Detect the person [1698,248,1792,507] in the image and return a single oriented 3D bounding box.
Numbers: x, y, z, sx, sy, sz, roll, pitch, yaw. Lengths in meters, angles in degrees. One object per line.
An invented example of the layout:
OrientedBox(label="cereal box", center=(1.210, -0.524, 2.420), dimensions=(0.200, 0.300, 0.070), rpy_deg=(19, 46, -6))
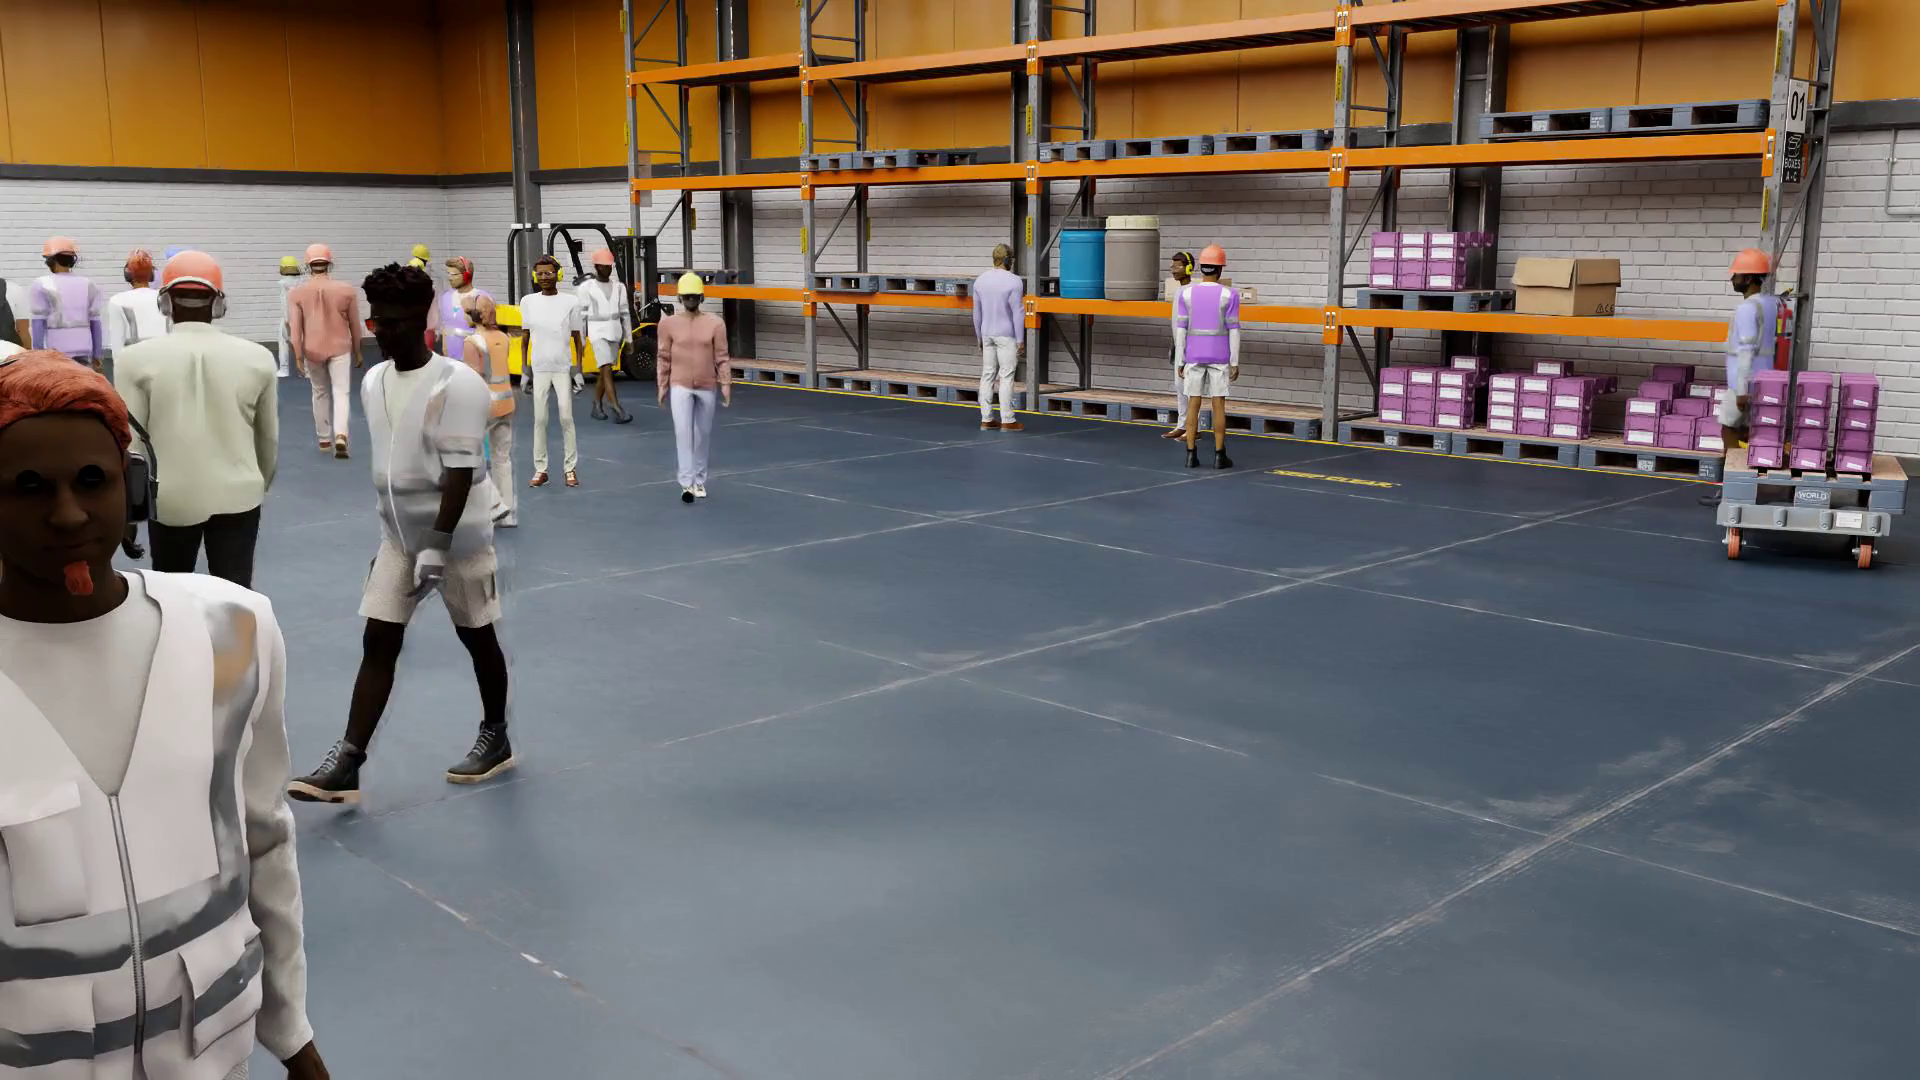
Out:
OrientedBox(label="person", center=(5.852, -1.163, 12.191), dimensions=(0.547, 1.926, 0.609), rpy_deg=(-10, 14, -43))

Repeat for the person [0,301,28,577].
OrientedBox(label="person", center=(-4.357, -0.258, 7.324), dimensions=(0.591, 1.906, 0.537), rpy_deg=(-3, 11, -16))

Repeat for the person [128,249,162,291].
OrientedBox(label="person", center=(-10.119, -2.695, 20.771), dimensions=(1.032, 1.858, 0.637), rpy_deg=(1, 10, 8))

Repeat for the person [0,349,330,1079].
OrientedBox(label="person", center=(-1.119, 0.698, 2.165), dimensions=(0.337, 1.882, 0.583), rpy_deg=(10, 14, 43))

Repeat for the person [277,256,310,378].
OrientedBox(label="person", center=(-9.531, -3.175, 23.708), dimensions=(0.712, 1.721, 0.484), rpy_deg=(6, 12, 30))

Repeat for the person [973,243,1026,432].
OrientedBox(label="person", center=(0.415, -2.086, 17.195), dimensions=(0.635, 1.937, 0.352), rpy_deg=(9, 14, 40))

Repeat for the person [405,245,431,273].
OrientedBox(label="person", center=(-8.596, -3.721, 26.319), dimensions=(0.691, 1.877, 0.378), rpy_deg=(10, 14, 43))

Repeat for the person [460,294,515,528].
OrientedBox(label="person", center=(-3.254, -0.872, 11.445), dimensions=(0.366, 1.626, 0.513), rpy_deg=(4, 11, 19))

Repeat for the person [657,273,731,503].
OrientedBox(label="person", center=(-1.996, -1.135, 12.557), dimensions=(0.548, 1.724, 0.852), rpy_deg=(-3, 11, -15))

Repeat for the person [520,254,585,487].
OrientedBox(label="person", center=(-3.290, -1.357, 13.410), dimensions=(0.514, 1.872, 0.328), rpy_deg=(-1, 10, -5))

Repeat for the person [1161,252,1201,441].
OrientedBox(label="person", center=(2.220, -1.905, 16.440), dimensions=(0.320, 1.861, 0.515), rpy_deg=(-4, 11, -19))

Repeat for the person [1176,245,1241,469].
OrientedBox(label="person", center=(2.162, -1.583, 14.455), dimensions=(0.553, 1.935, 0.364), rpy_deg=(4, 11, 21))

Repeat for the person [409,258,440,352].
OrientedBox(label="person", center=(-6.724, -2.619, 20.638), dimensions=(0.528, 1.746, 0.713), rpy_deg=(-2, 11, -10))

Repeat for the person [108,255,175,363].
OrientedBox(label="person", center=(-6.658, -1.408, 13.709), dimensions=(0.584, 1.871, 0.505), rpy_deg=(-10, 14, -43))

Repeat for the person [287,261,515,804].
OrientedBox(label="person", center=(-1.964, 0.000, 5.854), dimensions=(0.610, 1.917, 0.992), rpy_deg=(5, 12, 26))

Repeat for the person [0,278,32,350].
OrientedBox(label="person", center=(-7.872, -1.446, 13.428), dimensions=(0.694, 2.000, 0.851), rpy_deg=(-7, 12, -32))

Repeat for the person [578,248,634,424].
OrientedBox(label="person", center=(-3.818, -2.208, 18.016), dimensions=(0.561, 1.884, 0.980), rpy_deg=(-9, 14, -40))

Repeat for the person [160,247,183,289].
OrientedBox(label="person", center=(-8.884, -2.412, 19.124), dimensions=(0.395, 1.898, 0.735), rpy_deg=(1, 10, 4))

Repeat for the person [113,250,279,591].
OrientedBox(label="person", center=(-3.035, -0.161, 6.646), dimensions=(0.617, 1.950, 0.859), rpy_deg=(-5, 12, -27))

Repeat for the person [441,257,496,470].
OrientedBox(label="person", center=(-4.223, -1.514, 14.348), dimensions=(0.563, 1.839, 0.393), rpy_deg=(5, 12, 27))

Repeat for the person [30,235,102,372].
OrientedBox(label="person", center=(-7.932, -1.705, 14.896), dimensions=(0.686, 2.021, 0.626), rpy_deg=(5, 12, 27))

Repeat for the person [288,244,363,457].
OrientedBox(label="person", center=(-5.822, -1.743, 15.304), dimensions=(0.611, 1.956, 0.989), rpy_deg=(-3, 11, -17))

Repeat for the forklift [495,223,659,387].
OrientedBox(label="forklift", center=(-5.316, -3.263, 22.920), dimensions=(2.313, 2.155, 1.214), rpy_deg=(-10, 14, -44))
